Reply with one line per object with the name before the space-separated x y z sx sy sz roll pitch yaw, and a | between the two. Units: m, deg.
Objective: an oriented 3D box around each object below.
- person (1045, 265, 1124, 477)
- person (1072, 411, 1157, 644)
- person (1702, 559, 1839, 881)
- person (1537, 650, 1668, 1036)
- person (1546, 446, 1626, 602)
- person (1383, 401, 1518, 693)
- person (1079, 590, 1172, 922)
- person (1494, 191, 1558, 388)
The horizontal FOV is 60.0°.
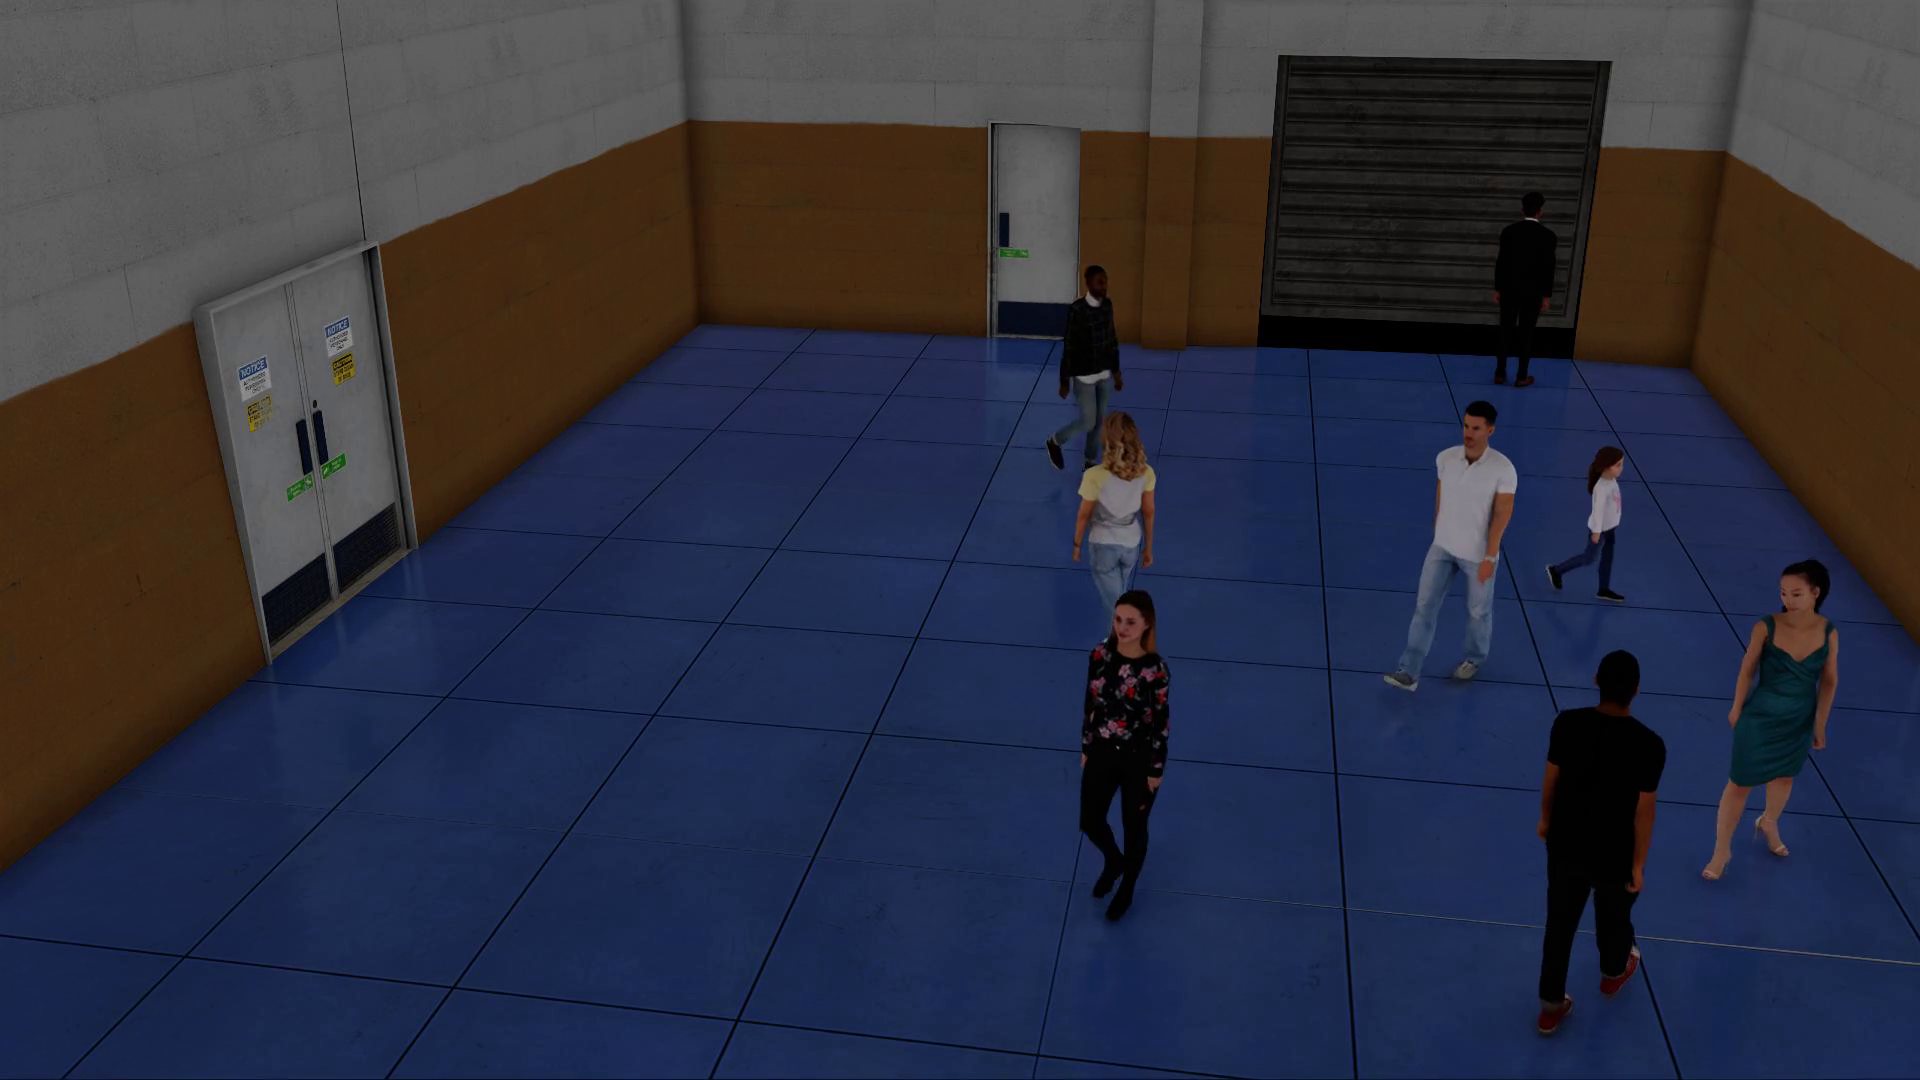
person | 0.970 -1.358 13.519 0.998 1.799 0.928 19 29 39
person | 0.968 0.094 10.007 0.844 1.707 0.879 -9 23 -21
person | 4.029 0.866 8.171 0.700 1.660 0.706 1 22 2
person | 2.624 1.310 6.960 0.994 1.739 0.975 17 28 36
person | 4.334 -0.119 11.377 0.805 1.098 0.638 15 26 33
person | 3.087 0.042 10.012 1.178 1.816 1.130 20 29 41
person | 0.808 0.985 7.854 0.616 1.676 0.732 12 25 28
person | 5.411 -2.414 16.038 0.637 1.881 0.830 13 25 29
